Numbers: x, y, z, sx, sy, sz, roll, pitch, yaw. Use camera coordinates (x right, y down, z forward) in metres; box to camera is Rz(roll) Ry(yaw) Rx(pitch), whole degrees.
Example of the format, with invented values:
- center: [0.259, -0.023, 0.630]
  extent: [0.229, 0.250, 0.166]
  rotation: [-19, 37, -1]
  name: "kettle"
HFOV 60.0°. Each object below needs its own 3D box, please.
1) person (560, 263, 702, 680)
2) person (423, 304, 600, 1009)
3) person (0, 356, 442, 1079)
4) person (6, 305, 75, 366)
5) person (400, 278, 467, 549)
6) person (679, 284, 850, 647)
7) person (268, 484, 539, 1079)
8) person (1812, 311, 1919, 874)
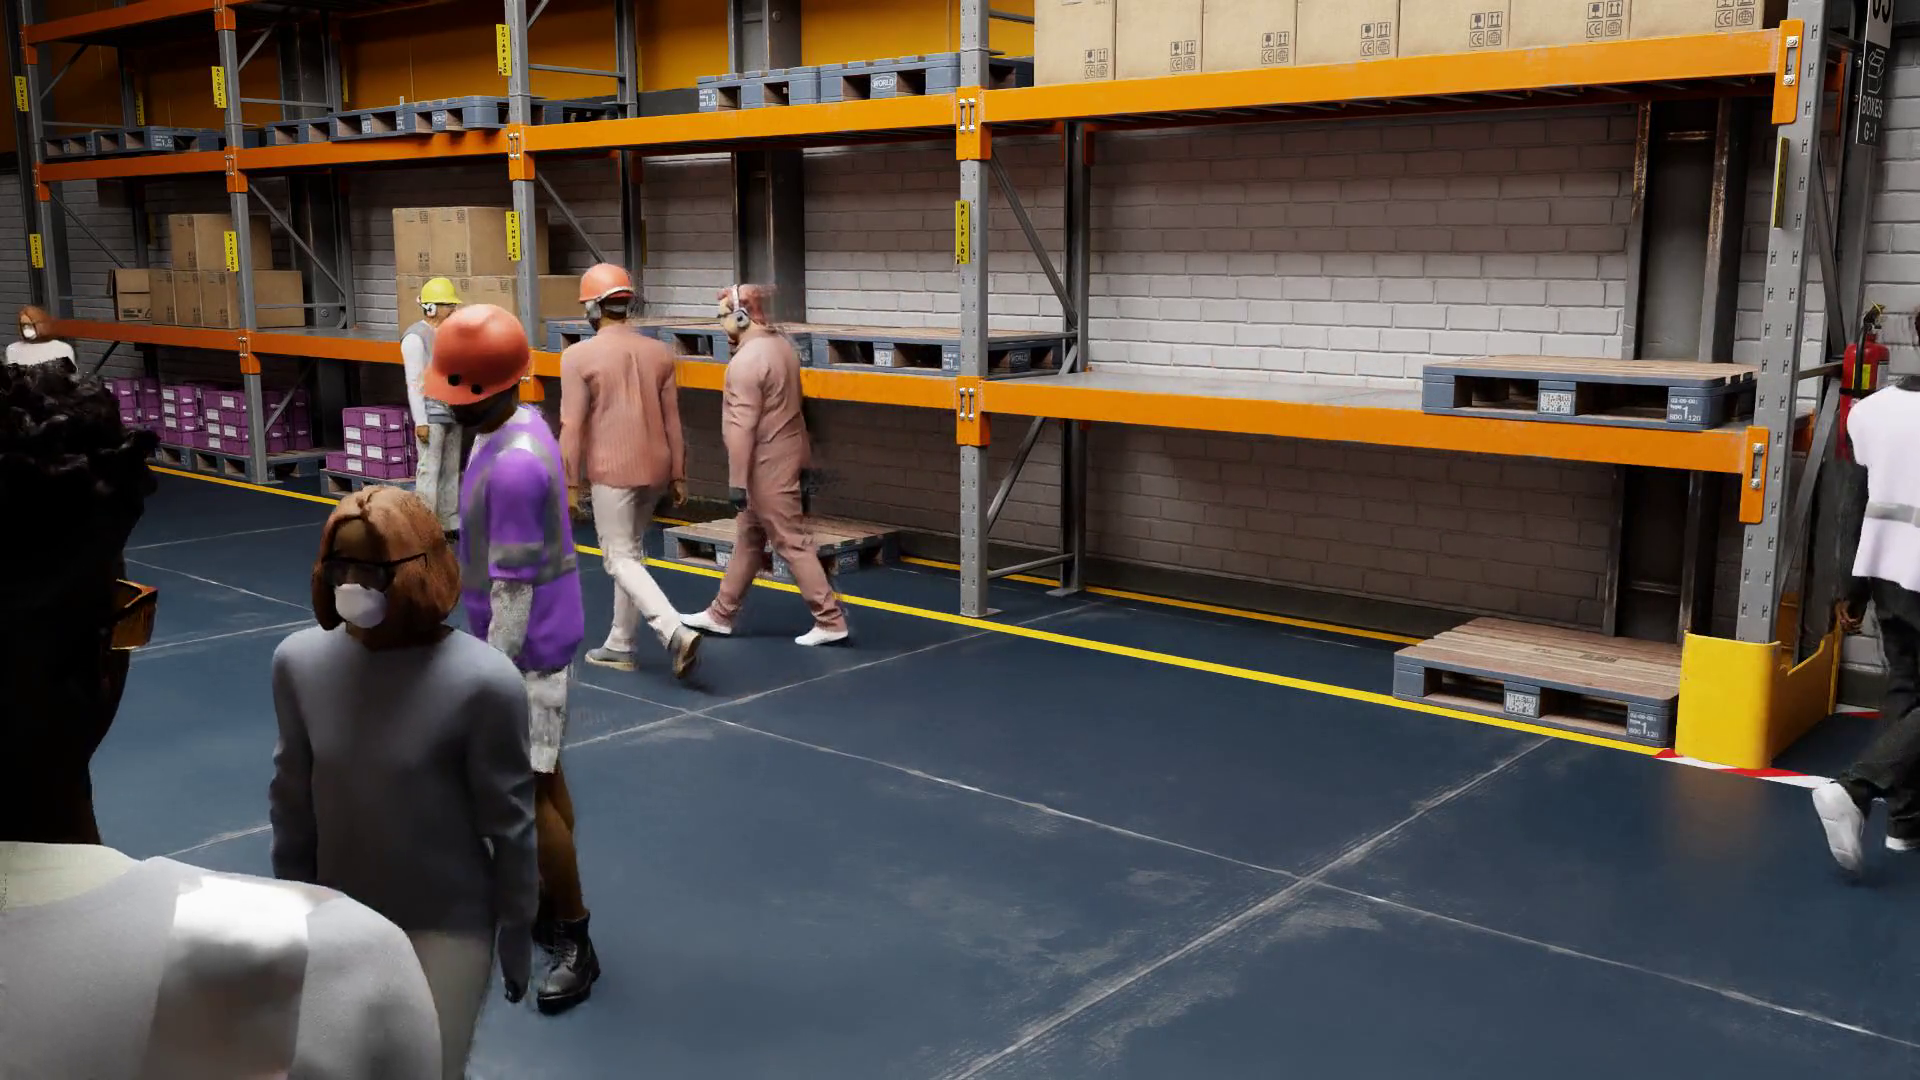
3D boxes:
- center: [-1.507, -0.302, 7.752]
  extent: [0.826, 1.962, 0.635]
  rotation: [9, 13, 40]
  name: "person"
- center: [-1.224, 0.295, 4.574]
  extent: [0.375, 1.885, 0.679]
  rotation: [-2, 10, -13]
  name: "person"
- center: [-0.669, 0.848, 1.223]
  extent: [0.650, 1.967, 0.489]
  rotation: [-1, 10, -5]
  name: "person"
- center: [-6.853, -0.962, 12.513]
  extent: [0.504, 1.607, 0.599]
  rotation: [-1, 10, -4]
  name: "person"
- center: [-3.509, -0.850, 11.250]
  extent: [0.403, 1.827, 0.595]
  rotation: [3, 10, 15]
  name: "person"
- center: [-0.994, -0.366, 8.435]
  extent: [0.964, 1.847, 0.718]
  rotation: [2, 10, 9]
  name: "person"
- center: [-0.991, 0.685, 3.061]
  extent: [0.510, 1.618, 0.572]
  rotation: [3, 10, 15]
  name: "person"
- center: [3.082, 0.145, 5.376]
  extent: [0.740, 1.896, 0.600]
  rotation: [-4, 11, -22]
  name: "person"
